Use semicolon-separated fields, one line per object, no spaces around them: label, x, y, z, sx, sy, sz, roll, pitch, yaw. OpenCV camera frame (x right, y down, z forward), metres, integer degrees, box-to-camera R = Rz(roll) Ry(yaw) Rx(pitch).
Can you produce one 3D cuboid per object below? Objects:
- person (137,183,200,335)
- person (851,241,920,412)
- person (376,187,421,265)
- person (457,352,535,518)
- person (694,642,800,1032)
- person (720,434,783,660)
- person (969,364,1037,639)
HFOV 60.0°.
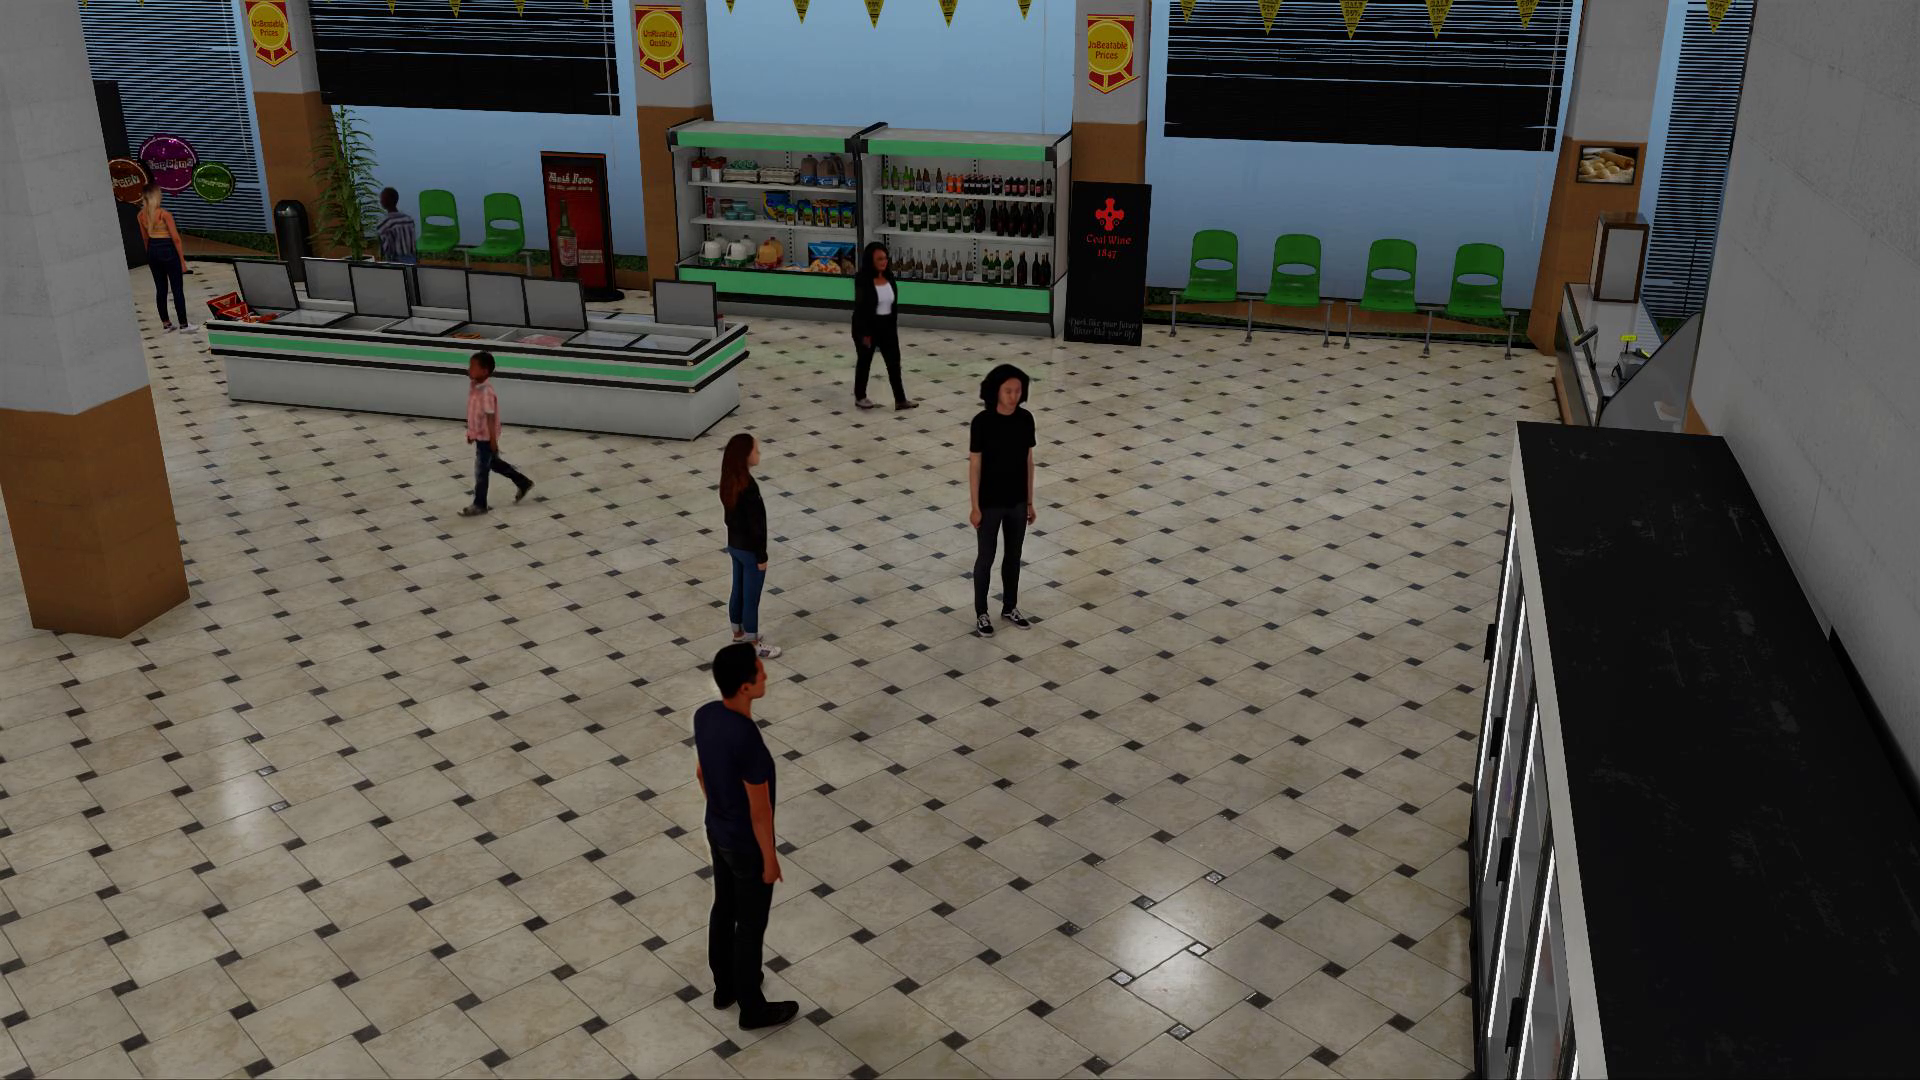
person;-8.660;-3.060;18.091;0.487;1.629;0.646;3;22;8
person;-0.852;-1.973;15.438;1.055;1.590;0.921;20;30;41
person;-5.597;-2.658;16.917;1.131;1.759;0.748;10;24;23
person;-3.658;-0.842;13.017;0.910;1.295;0.824;-11;24;-25
person;-0.951;1.263;7.116;0.777;1.791;0.679;-16;27;-34
person;-1.365;0.031;10.593;0.694;1.483;0.622;-14;26;-31
person;0.273;-0.284;10.908;0.683;1.833;0.764;-10;24;-23
